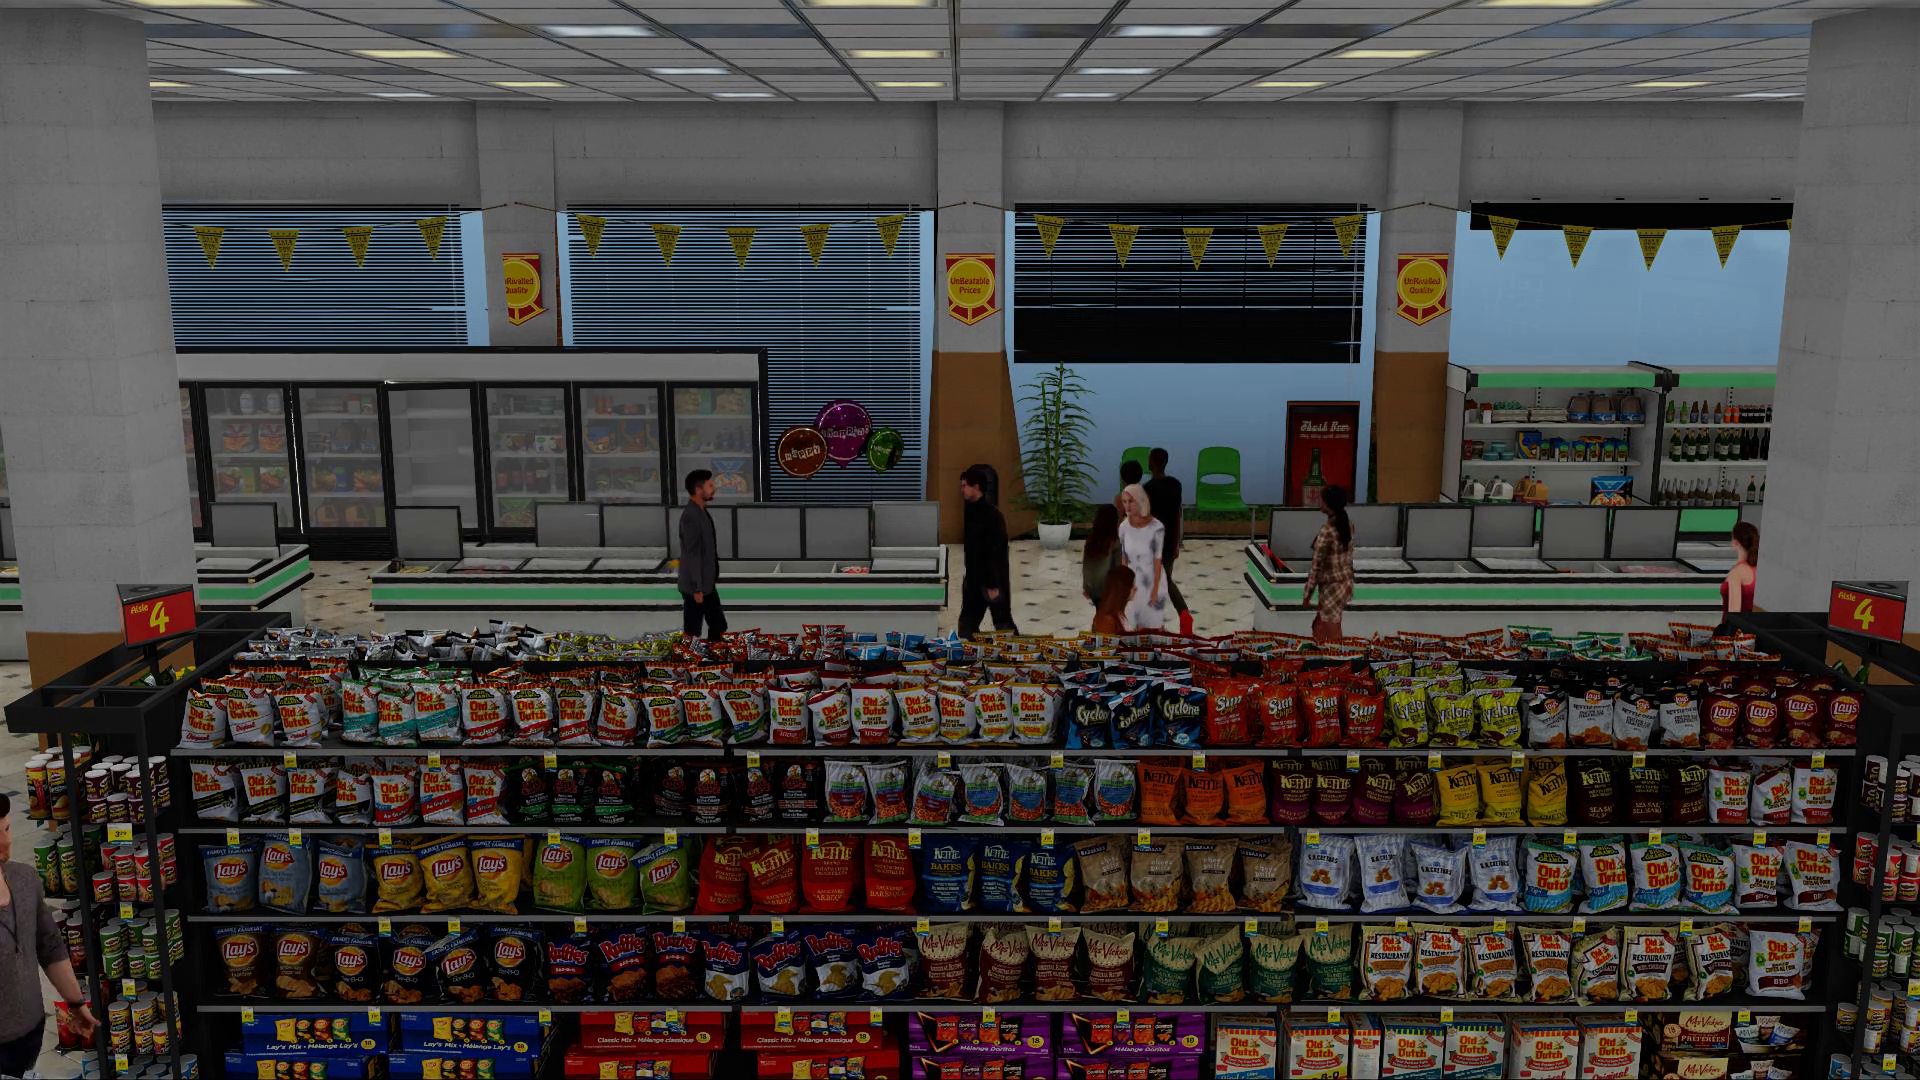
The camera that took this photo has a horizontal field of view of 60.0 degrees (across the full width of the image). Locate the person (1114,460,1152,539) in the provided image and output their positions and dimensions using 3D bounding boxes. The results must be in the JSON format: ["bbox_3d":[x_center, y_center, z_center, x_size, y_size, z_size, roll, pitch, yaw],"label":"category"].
[{"bbox_3d":[1.566,0.211,14.437,1.172,1.708,0.979,-5,13,-24],"label":"person"}]

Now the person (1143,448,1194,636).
[{"bbox_3d":[1.826,0.080,14.860,1.065,1.789,1.022,-7,14,-31],"label":"person"}]

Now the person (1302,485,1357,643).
[{"bbox_3d":[3.005,0.466,13.069,0.959,1.772,0.890,11,16,43],"label":"person"}]

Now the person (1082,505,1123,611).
[{"bbox_3d":[1.150,0.442,13.924,0.751,1.467,0.704,-10,15,-39],"label":"person"}]

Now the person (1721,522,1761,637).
[{"bbox_3d":[5.572,0.729,11.872,0.613,1.750,0.715,-6,14,-28],"label":"person"}]

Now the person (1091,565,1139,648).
[{"bbox_3d":[0.929,1.000,10.707,0.695,1.699,0.780,2,12,8],"label":"person"}]

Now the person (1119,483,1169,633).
[{"bbox_3d":[1.549,0.391,13.611,1.055,1.695,0.875,3,12,14],"label":"person"}]

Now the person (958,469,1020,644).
[{"bbox_3d":[0.292,0.322,13.698,1.148,1.795,1.067,-8,14,-33],"label":"person"}]
